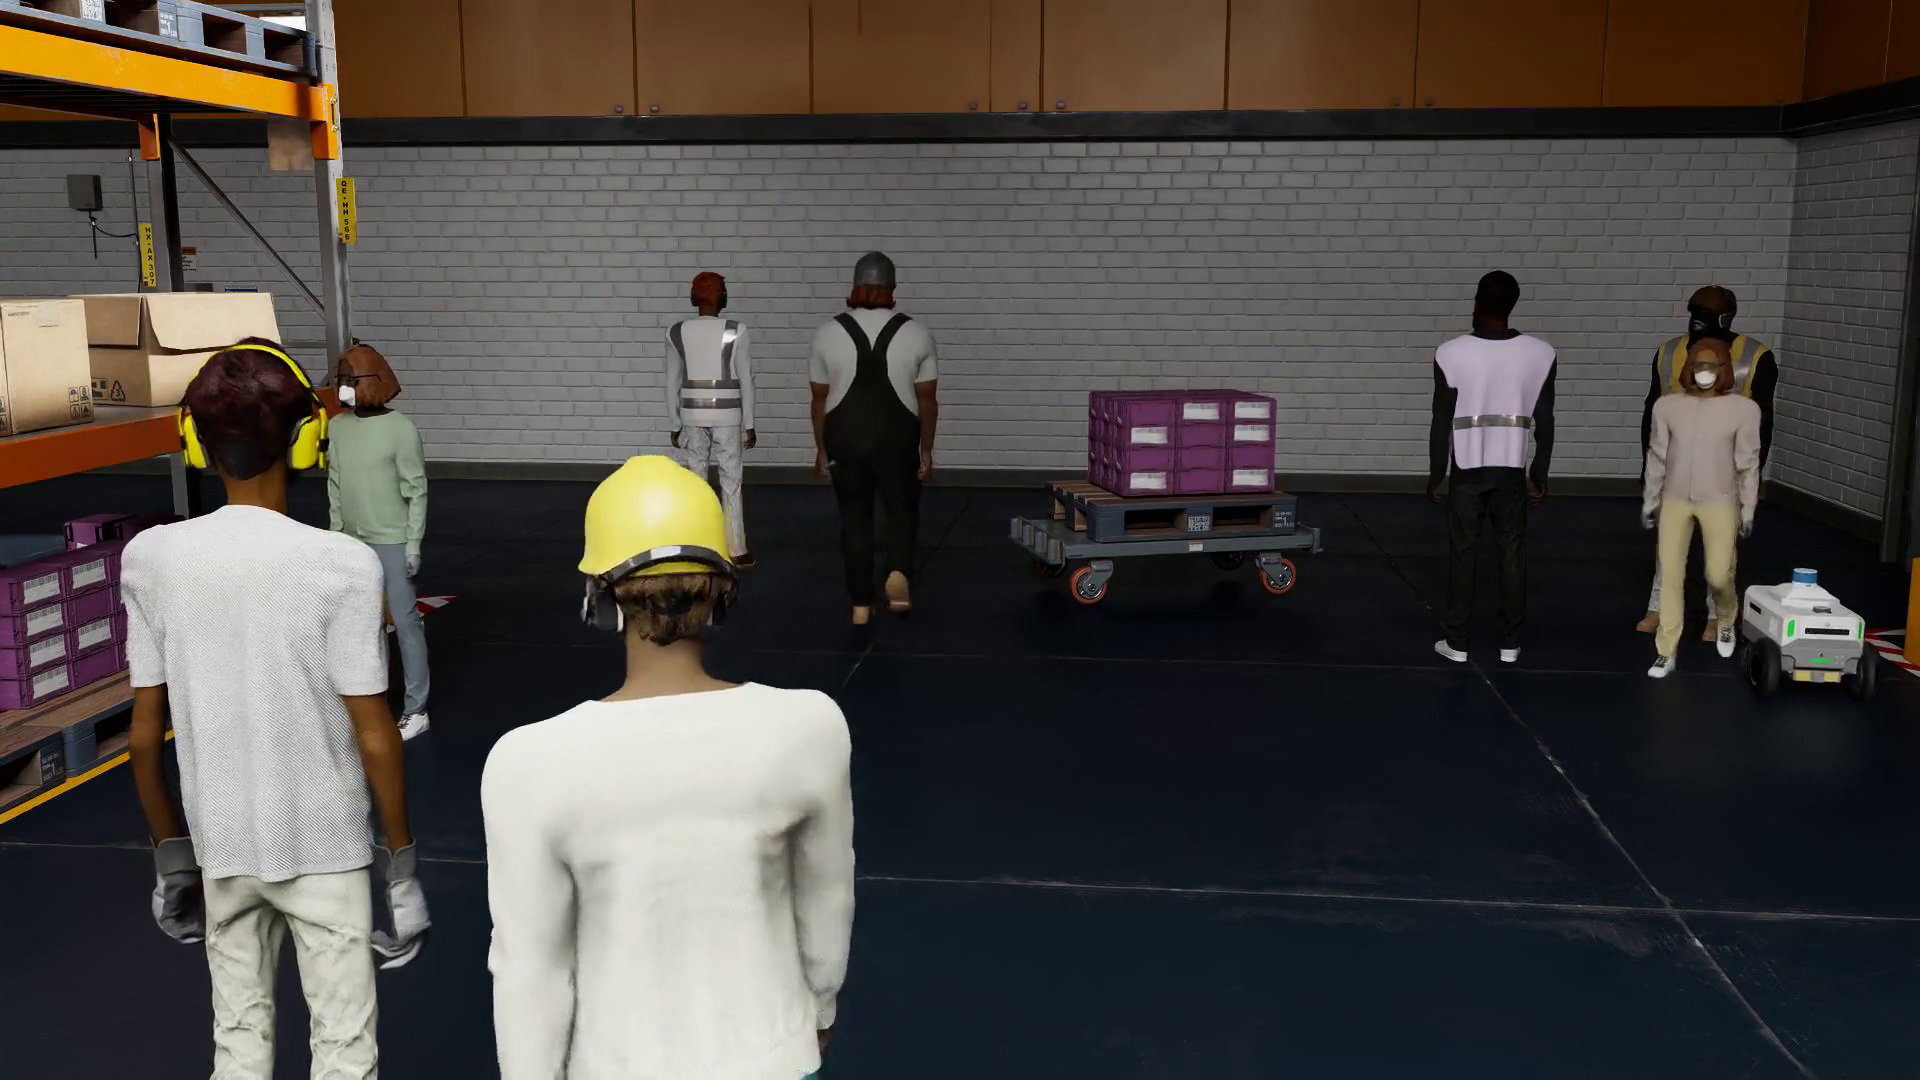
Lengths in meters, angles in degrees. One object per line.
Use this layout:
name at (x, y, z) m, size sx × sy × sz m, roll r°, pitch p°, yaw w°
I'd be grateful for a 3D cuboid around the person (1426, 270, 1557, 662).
person at (2.595, -0.349, 8.150) m, size 0.596 × 1.921 × 0.380 m, roll 1°, pitch 10°, yaw 4°

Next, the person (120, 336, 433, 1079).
person at (-1.205, 0.579, 2.993) m, size 0.533 × 1.869 × 0.320 m, roll 2°, pitch 10°, yaw 9°

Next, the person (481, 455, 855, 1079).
person at (-0.425, 0.737, 2.474) m, size 0.535 × 1.741 × 0.756 m, roll -3°, pitch 10°, yaw -18°

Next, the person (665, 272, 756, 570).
person at (-1.562, -0.740, 10.499) m, size 0.572 × 1.883 × 0.358 m, roll 2°, pitch 10°, yaw 10°

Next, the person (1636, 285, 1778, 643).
person at (3.846, -0.392, 8.632) m, size 0.633 × 1.840 × 0.429 m, roll 8°, pitch 13°, yaw 39°

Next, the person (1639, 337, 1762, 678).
person at (3.536, -0.163, 7.955) m, size 0.518 × 1.620 × 0.618 m, roll 8°, pitch 13°, yaw 38°

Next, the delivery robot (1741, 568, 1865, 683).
delivery robot at (3.872, 0.373, 7.657) m, size 0.477 × 0.478 × 0.707 m, roll 2°, pitch 10°, yaw 10°

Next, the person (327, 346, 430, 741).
person at (-2.405, 0.019, 6.869) m, size 0.501 × 1.633 × 0.281 m, roll 5°, pitch 11°, yaw 27°

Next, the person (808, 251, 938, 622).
person at (-0.466, -0.547, 8.943) m, size 0.688 × 2.000 × 0.627 m, roll 0°, pitch 10°, yaw -1°
